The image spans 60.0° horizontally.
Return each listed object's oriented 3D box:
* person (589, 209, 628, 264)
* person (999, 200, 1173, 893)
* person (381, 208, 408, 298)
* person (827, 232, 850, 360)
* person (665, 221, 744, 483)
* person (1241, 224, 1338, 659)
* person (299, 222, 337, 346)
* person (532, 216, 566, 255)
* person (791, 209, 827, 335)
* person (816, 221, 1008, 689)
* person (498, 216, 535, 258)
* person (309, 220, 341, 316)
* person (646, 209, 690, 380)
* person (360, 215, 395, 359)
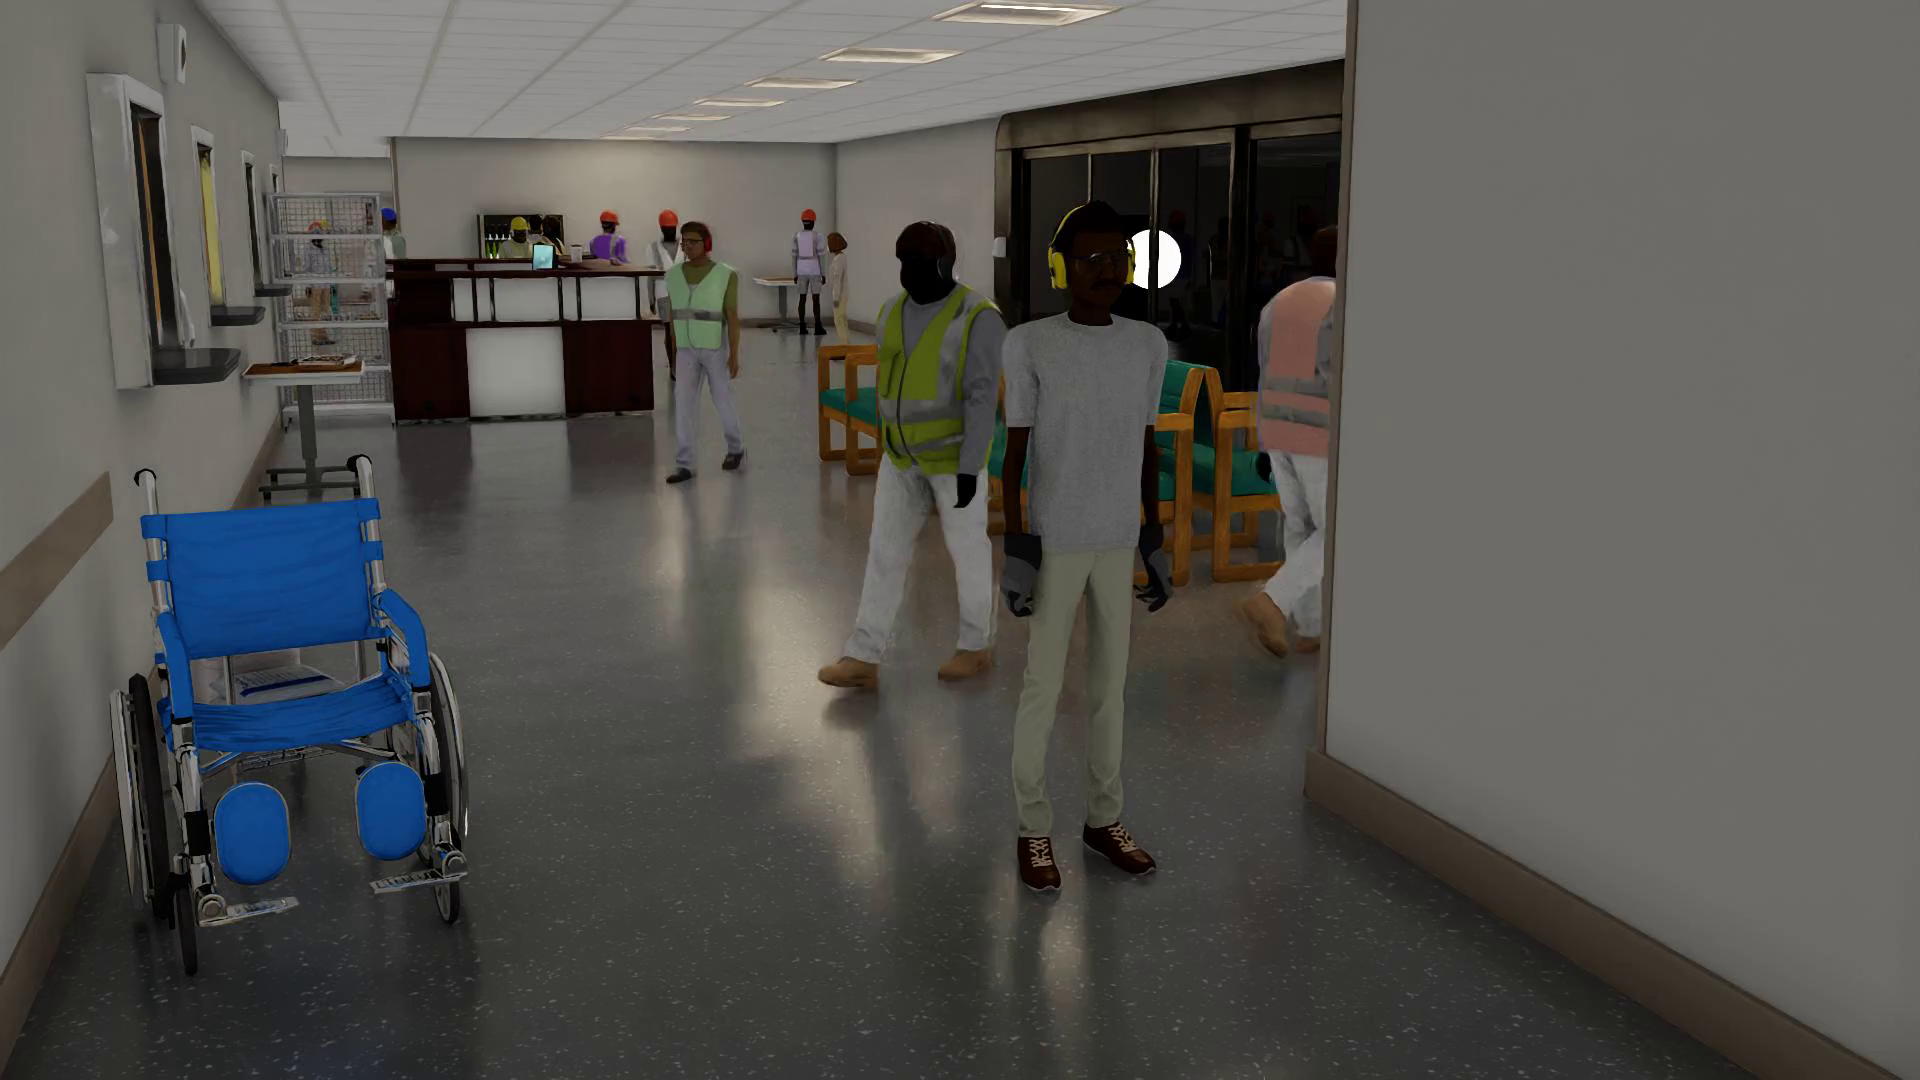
[{"bbox_3d":[-4.636,-3.422,22.107,0.581,1.914,0.589,6,12,27],"label":"person"},{"bbox_3d":[0.351,0.024,4.566,0.509,1.870,0.329,-5,12,-23],"label":"person"},{"bbox_3d":[-8.220,-3.836,24.181,0.402,1.941,0.602,-7,13,-31],"label":"person"},{"bbox_3d":[-1.553,-3.101,21.240,0.285,1.627,0.504,0,11,2],"label":"person"},{"bbox_3d":[-1.800,-1.347,11.788,0.576,1.804,0.934,4,12,17],"label":"person"},{"bbox_3d":[1.400,-0.377,6.798,0.645,1.812,0.642,-8,13,-35],"label":"person"},{"bbox_3d":[-9.136,-3.656,23.748,0.344,1.747,0.572,4,12,19],"label":"person"},{"bbox_3d":[-5.358,-3.326,21.866,0.431,1.836,0.626,2,11,12],"label":"person"},{"bbox_3d":[-2.336,-4.152,25.811,0.542,1.939,0.365,3,11,15],"label":"person"},{"bbox_3d":[-0.161,-0.296,6.364,0.645,1.802,0.890,9,14,38],"label":"person"},{"bbox_3d":[-5.863,-3.402,22.271,0.596,1.828,0.403,-8,14,-37],"label":"person"},{"bbox_3d":[-11.362,-4.841,29.813,0.523,1.761,0.323,-6,13,-28],"label":"person"},{"bbox_3d":[-3.280,-2.788,18.873,0.567,1.917,0.702,-5,12,-22],"label":"person"},{"bbox_3d":[-7.369,-3.195,21.102,0.438,1.870,0.581,0,11,0],"label":"person"}]
